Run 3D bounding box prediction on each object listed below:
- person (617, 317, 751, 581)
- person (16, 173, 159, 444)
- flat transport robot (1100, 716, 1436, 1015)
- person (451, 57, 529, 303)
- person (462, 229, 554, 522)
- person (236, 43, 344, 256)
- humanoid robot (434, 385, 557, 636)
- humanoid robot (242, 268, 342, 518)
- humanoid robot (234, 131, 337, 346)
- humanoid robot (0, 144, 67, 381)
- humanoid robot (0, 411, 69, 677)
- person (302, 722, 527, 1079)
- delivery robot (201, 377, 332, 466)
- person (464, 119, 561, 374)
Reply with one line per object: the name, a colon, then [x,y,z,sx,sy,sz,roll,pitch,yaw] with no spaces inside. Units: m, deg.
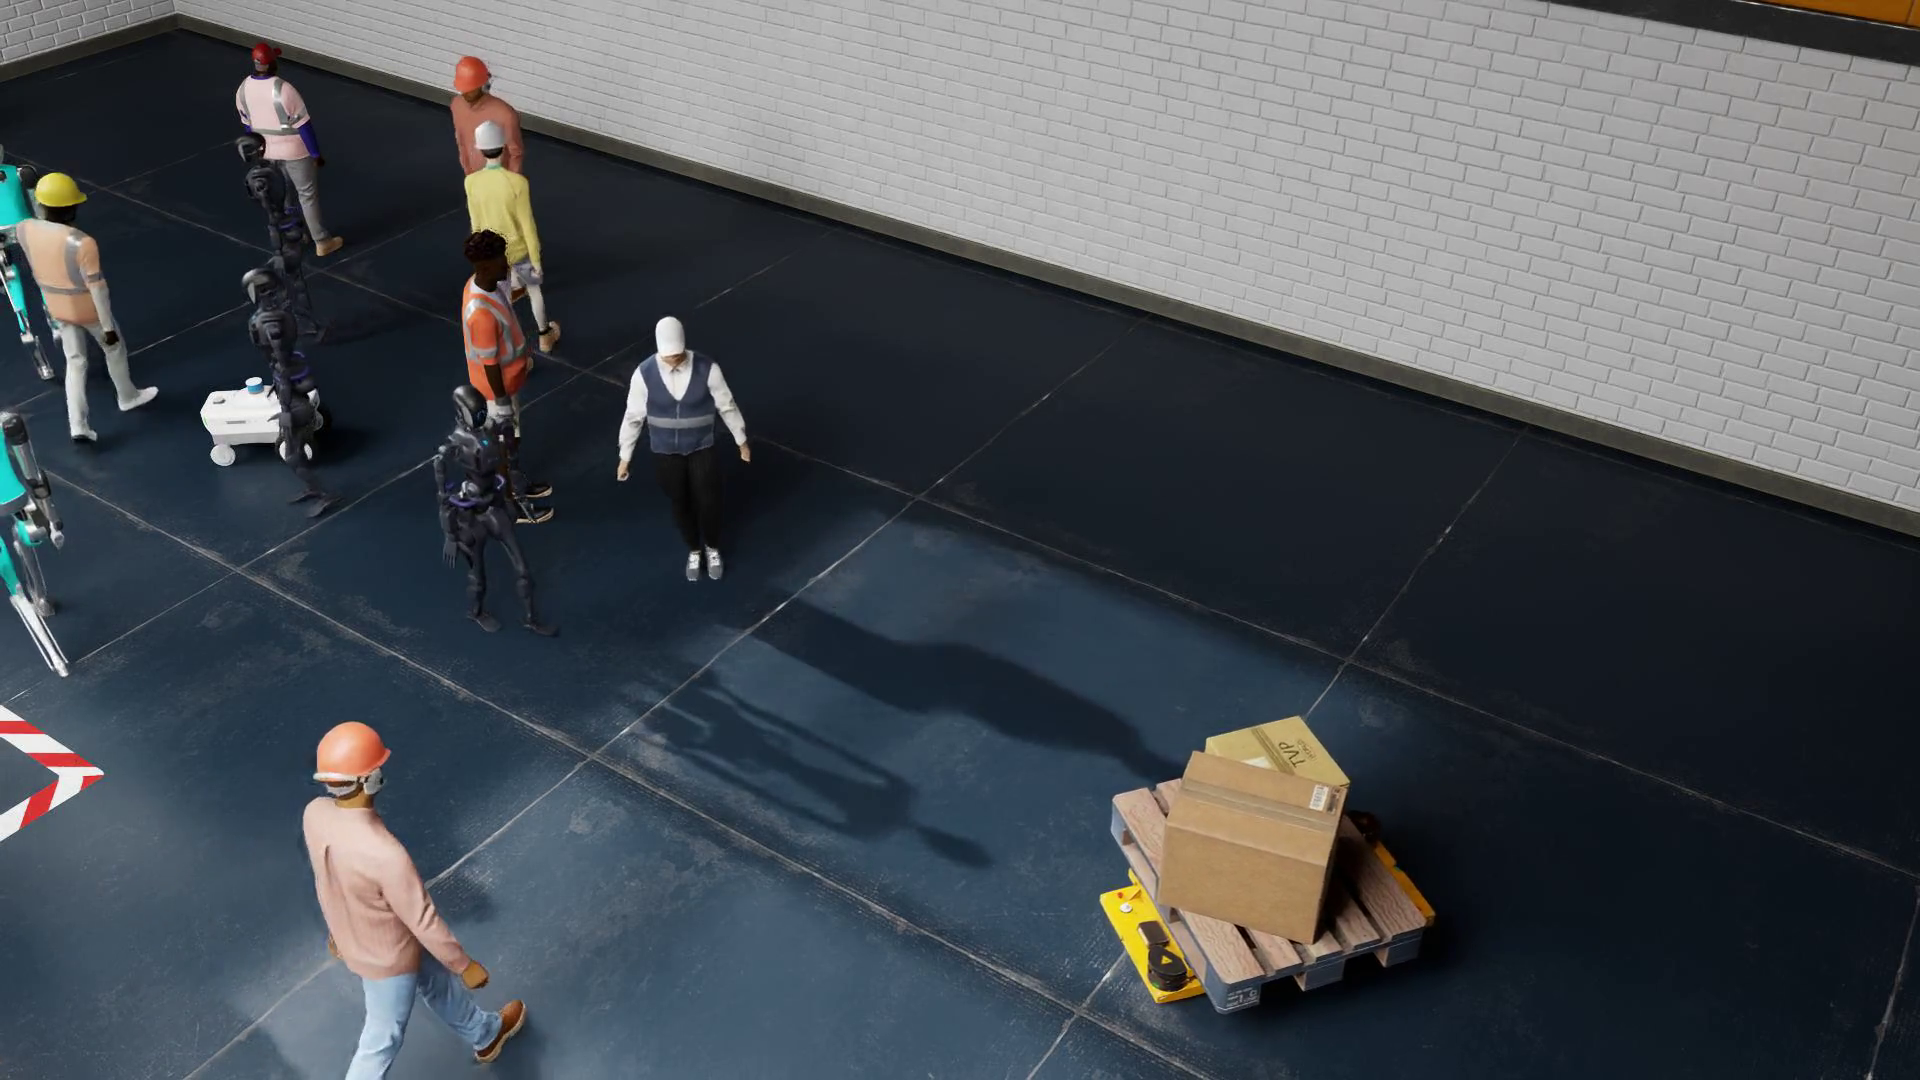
person: [-1.614,-0.514,9.709,0.770,1.740,0.510,-3,35,-4]
person: [-5.861,-1.553,11.068,0.600,1.872,0.851,4,35,5]
flat transport robot: [1.447,1.708,7.823,1.431,0.231,0.659,-11,37,-16]
person: [-3.565,-2.747,12.721,0.651,1.957,0.508,16,38,21]
person: [-2.813,-0.992,10.214,0.373,1.960,0.607,-7,36,-10]
person: [-5.444,-3.153,13.476,0.598,1.754,0.420,7,36,10]
humanoid robot: [-2.628,-0.140,9.245,0.592,1.636,0.607,23,41,29]
humanoid robot: [-4.200,-0.927,10.361,0.349,1.656,0.587,-16,38,-21]
humanoid robot: [-4.927,-2.219,12.206,0.394,1.643,0.616,-9,36,-13]
humanoid robot: [-6.498,-1.857,11.520,0.533,1.677,0.735,-13,37,-18]
humanoid robot: [-5.329,-0.120,9.212,0.537,1.792,1.041,-26,43,-32]
person: [-2.263,1.602,6.535,1.025,1.923,0.722,-29,44,-35]
delivery robot: [-4.648,-0.801,11.176,0.811,0.613,0.499,-3,35,-5]
person: [-3.201,-2.120,11.906,0.494,1.858,0.842,0,35,1]
